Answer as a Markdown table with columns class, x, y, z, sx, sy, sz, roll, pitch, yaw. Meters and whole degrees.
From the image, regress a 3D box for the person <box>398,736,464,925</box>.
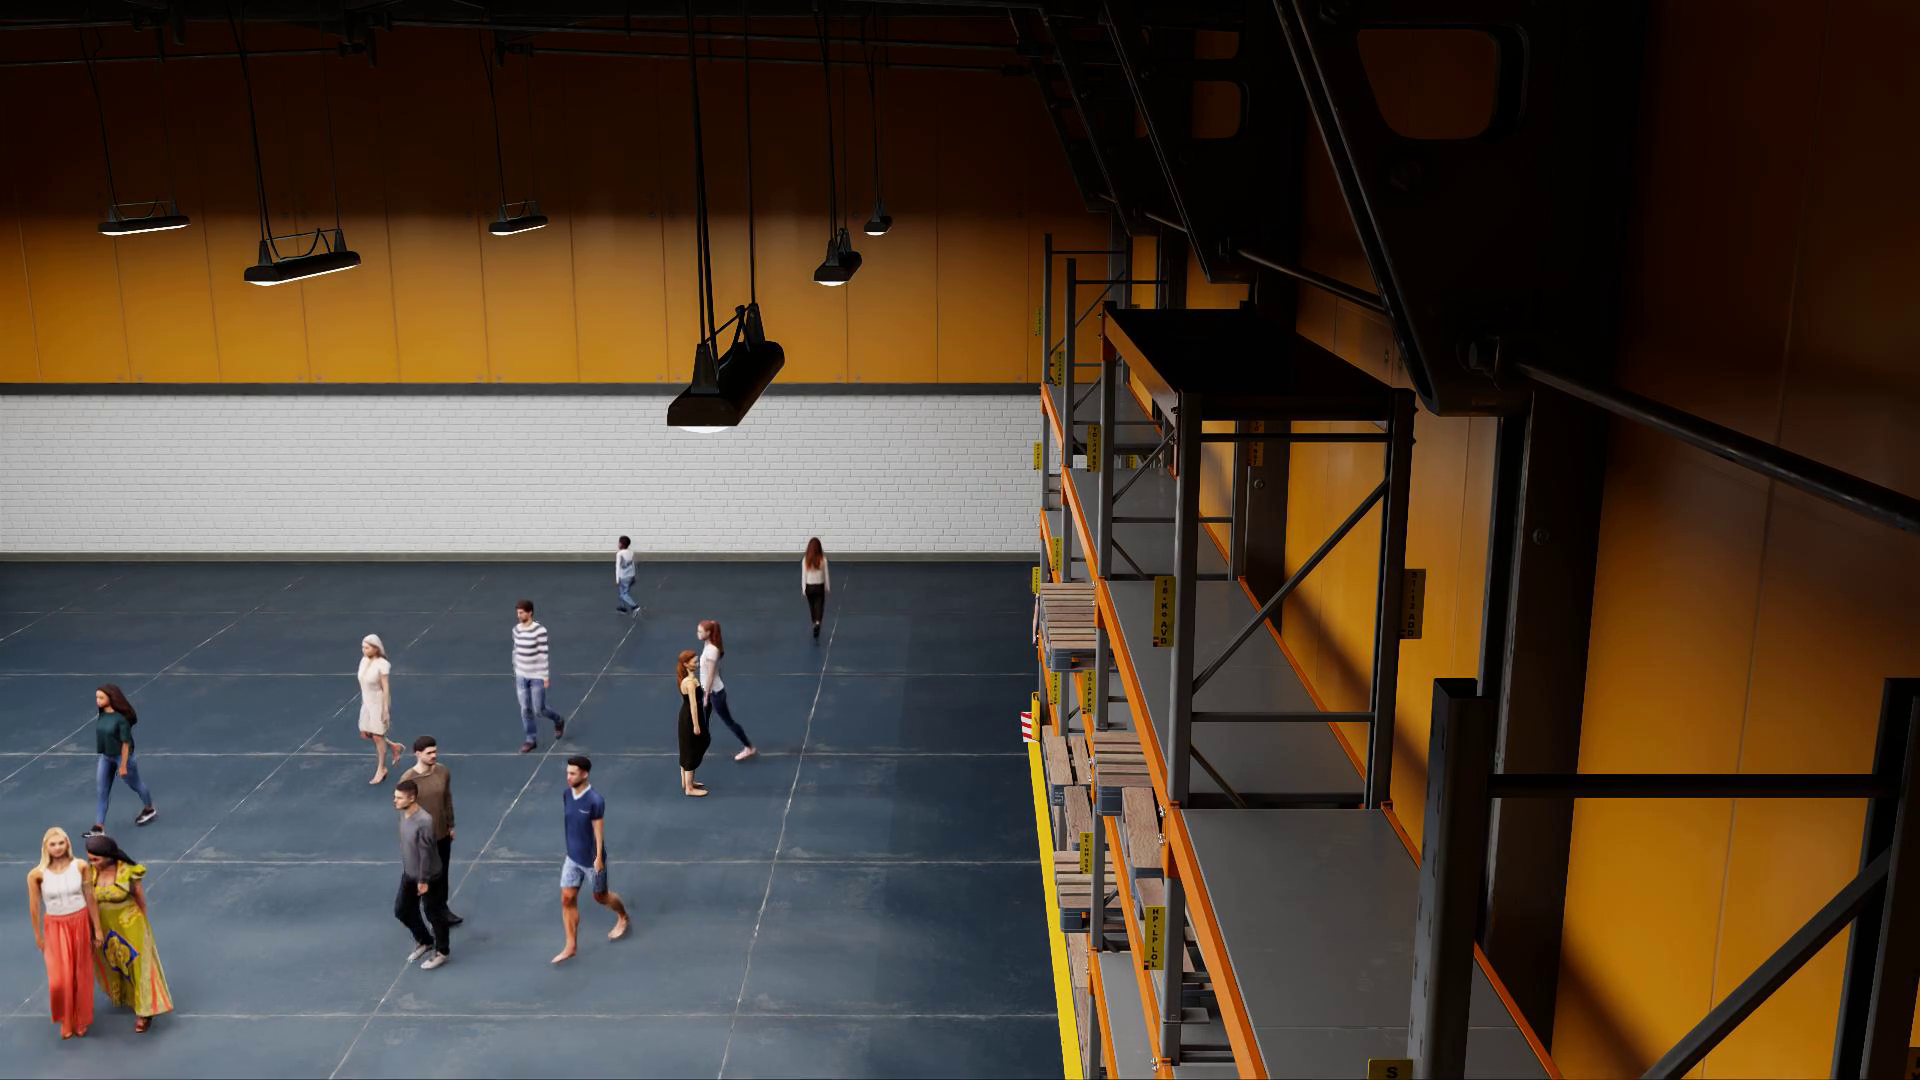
| class | x | y | z | sx | sy | sz | roll | pitch | yaw |
| --- | --- | --- | --- | --- | --- | --- | --- | --- | --- |
| person | -4.824 | 2.651 | 15.039 | 0.791 | 1.881 | 0.718 | 12 | 18 | 41 |

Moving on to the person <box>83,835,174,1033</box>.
| class | x | y | z | sx | sy | sz | roll | pitch | yaw |
| --- | --- | --- | --- | --- | --- | --- | --- | --- | --- |
| person | -6.901 | 3.143 | 13.594 | 1.034 | 1.605 | 1.235 | -5 | 14 | -18 |

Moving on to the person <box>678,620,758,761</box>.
| class | x | y | z | sx | sy | sz | roll | pitch | yaw |
| --- | --- | --- | --- | --- | --- | --- | --- | --- | --- |
| person | -2.714 | 1.764 | 19.087 | 0.810 | 1.700 | 1.115 | -3 | 14 | -12 |

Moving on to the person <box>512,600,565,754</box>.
| class | x | y | z | sx | sy | sz | roll | pitch | yaw |
| --- | --- | --- | --- | --- | --- | --- | --- | --- | --- |
| person | -4.980 | 1.574 | 19.573 | 0.866 | 1.840 | 0.990 | 7 | 15 | 26 |

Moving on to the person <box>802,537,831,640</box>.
| class | x | y | z | sx | sy | sz | roll | pitch | yaw |
| --- | --- | --- | --- | --- | --- | --- | --- | --- | --- |
| person | -2.082 | 0.715 | 23.914 | 0.554 | 1.468 | 0.887 | -1 | 14 | -2 |

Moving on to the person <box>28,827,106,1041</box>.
| class | x | y | z | sx | sy | sz | roll | pitch | yaw |
| --- | --- | --- | --- | --- | --- | --- | --- | --- | --- |
| person | -7.161 | 3.111 | 13.333 | 0.834 | 1.790 | 0.907 | -10 | 17 | -36 |

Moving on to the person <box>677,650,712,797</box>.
| class | x | y | z | sx | sy | sz | roll | pitch | yaw |
| --- | --- | --- | --- | --- | --- | --- | --- | --- | --- |
| person | -2.970 | 1.992 | 18.304 | 0.701 | 1.625 | 0.587 | -4 | 14 | -16 |

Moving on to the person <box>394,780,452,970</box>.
| class | x | y | z | sx | sy | sz | roll | pitch | yaw |
| --- | --- | --- | --- | --- | --- | --- | --- | --- | --- |
| person | -4.593 | 2.870 | 14.427 | 0.749 | 1.743 | 0.792 | 10 | 17 | 35 |

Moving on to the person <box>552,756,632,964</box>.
| class | x | y | z | sx | sy | sz | roll | pitch | yaw |
| --- | --- | --- | --- | --- | --- | --- | --- | --- | --- |
| person | -3.239 | 2.766 | 14.699 | 1.025 | 1.817 | 1.214 | 8 | 16 | 31 |

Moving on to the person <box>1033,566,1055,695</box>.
| class | x | y | z | sx | sy | sz | roll | pitch | yaw |
| --- | --- | --- | --- | --- | --- | --- | --- | --- | --- |
| person | 1.168 | 1.176 | 21.427 | 0.674 | 1.742 | 0.693 | 8 | 16 | 31 |

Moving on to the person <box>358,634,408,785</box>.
| class | x | y | z | sx | sy | sz | roll | pitch | yaw |
| --- | --- | --- | --- | --- | --- | --- | --- | --- | --- |
| person | -6.458 | 1.865 | 18.614 | 0.816 | 1.725 | 0.895 | 9 | 16 | 34 |

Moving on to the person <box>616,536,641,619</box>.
| class | x | y | z | sx | sy | sz | roll | pitch | yaw |
| --- | --- | --- | --- | --- | --- | --- | --- | --- | --- |
| person | -5.009 | 0.562 | 25.027 | 0.835 | 1.240 | 0.844 | 10 | 17 | 35 |

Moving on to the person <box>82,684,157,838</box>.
| class | x | y | z | sx | sy | sz | roll | pitch | yaw |
| --- | --- | --- | --- | --- | --- | --- | --- | --- | --- |
| person | -8.675 | 2.265 | 17.294 | 0.888 | 1.569 | 1.159 | 6 | 15 | 23 |
